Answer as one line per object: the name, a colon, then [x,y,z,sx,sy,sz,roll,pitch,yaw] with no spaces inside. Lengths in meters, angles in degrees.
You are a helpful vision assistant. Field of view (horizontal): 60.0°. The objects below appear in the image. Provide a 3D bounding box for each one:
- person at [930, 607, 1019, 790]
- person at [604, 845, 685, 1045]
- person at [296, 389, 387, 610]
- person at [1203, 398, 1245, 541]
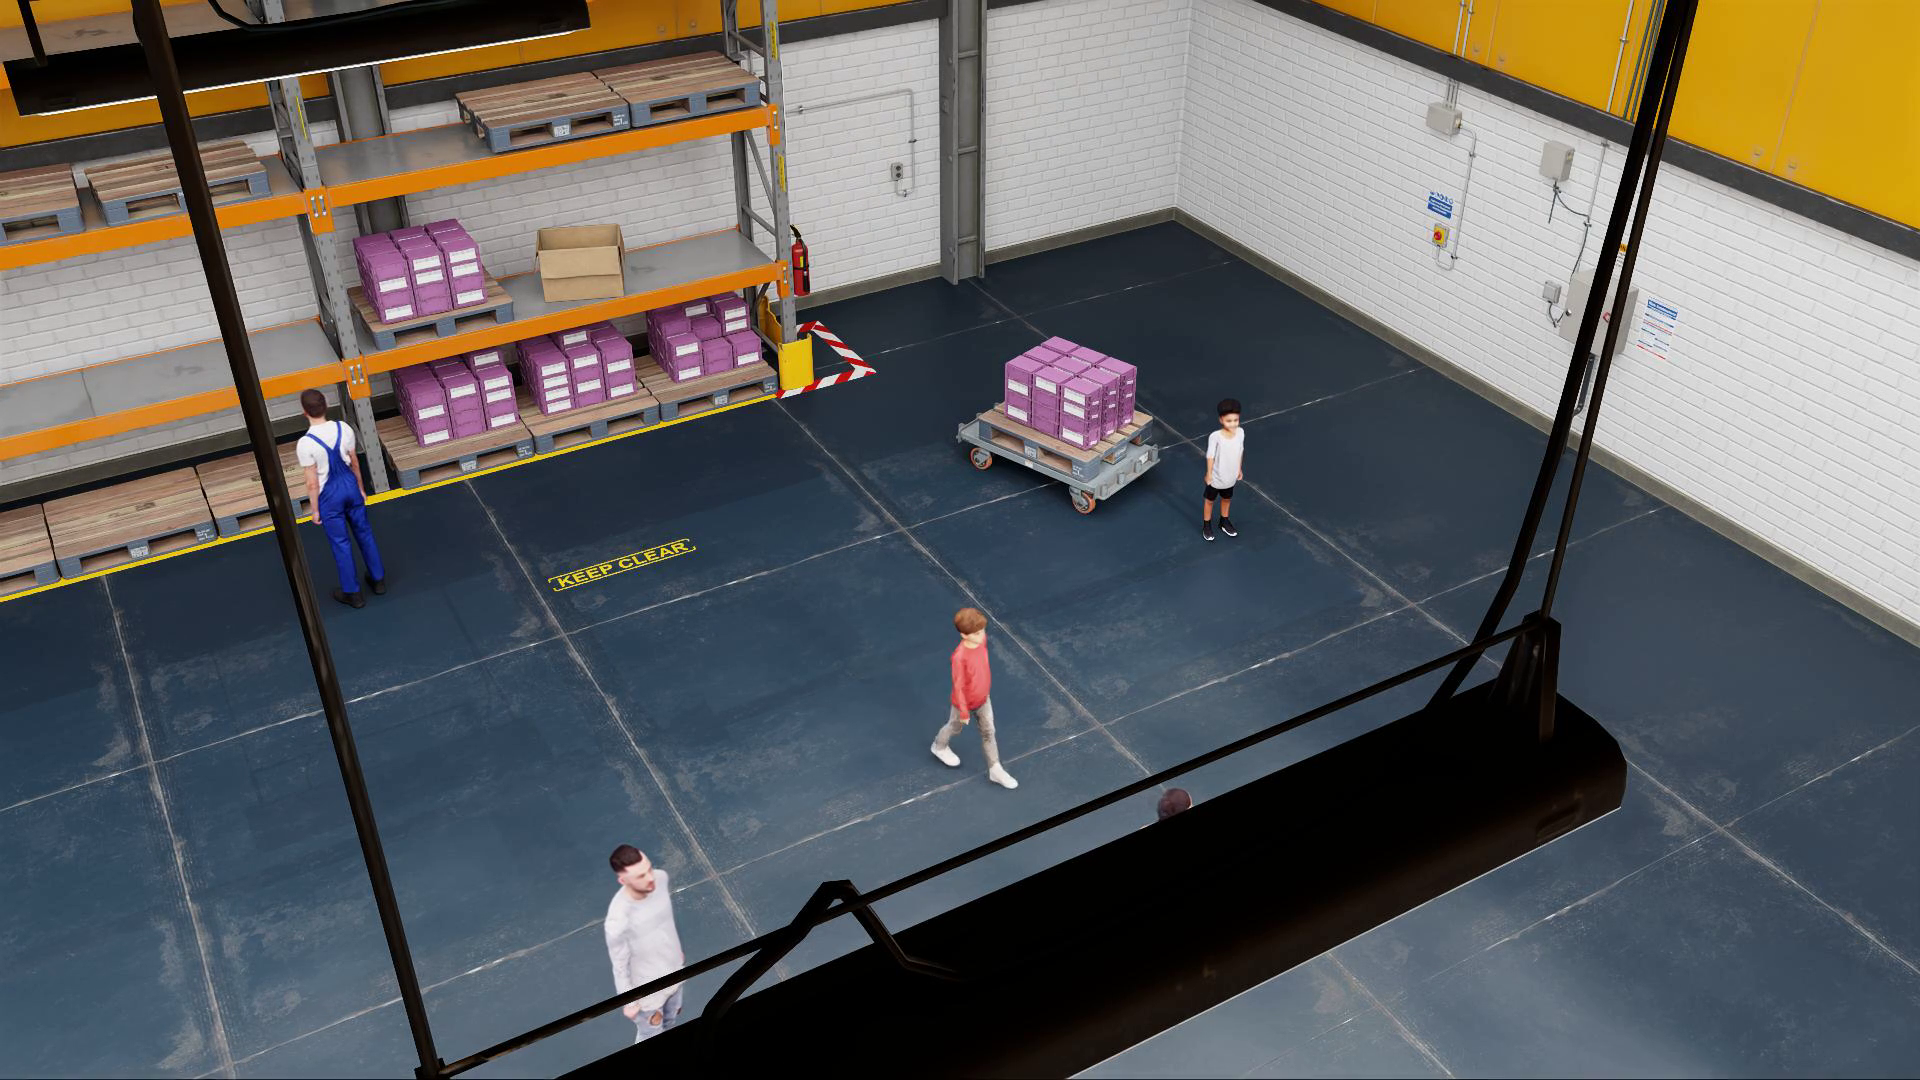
person: [0.008,1.029,11.238,0.801,1.384,0.942,25,41,32]
person: [-1.655,2.318,8.887,0.825,1.840,0.729,13,36,19]
person: [-4.814,-0.332,12.865,0.765,1.849,0.626,25,41,32]
person: [2.189,-0.607,13.810,0.497,1.262,0.594,-9,35,-13]
